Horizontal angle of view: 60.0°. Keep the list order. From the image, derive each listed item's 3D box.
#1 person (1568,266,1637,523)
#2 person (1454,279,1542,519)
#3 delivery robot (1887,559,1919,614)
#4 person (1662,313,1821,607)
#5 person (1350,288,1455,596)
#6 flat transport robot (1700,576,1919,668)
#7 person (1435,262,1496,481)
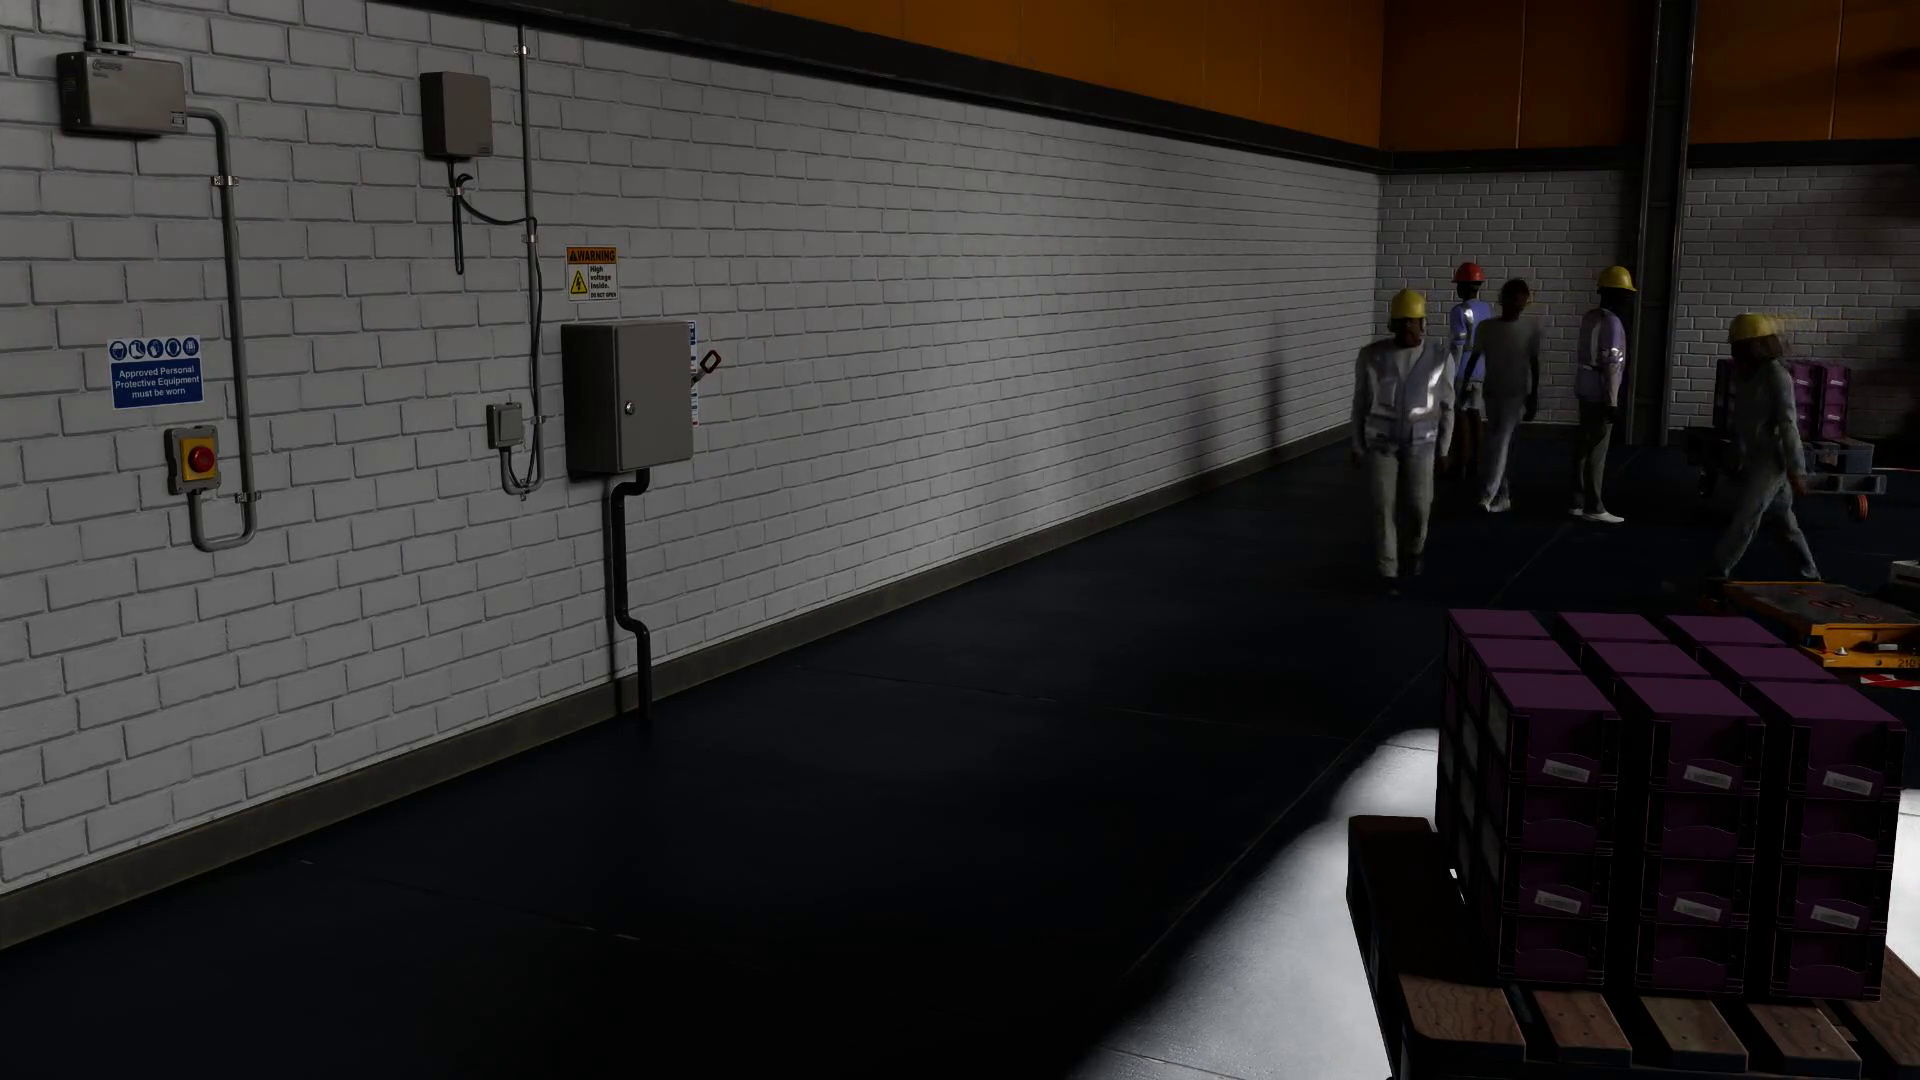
[{"bbox_3d":[4.840,-1.095,12.553,0.383,1.924,0.589,0,10,2],"label":"person"},{"bbox_3d":[4.087,-1.064,12.679,0.572,1.808,0.950,6,12,32],"label":"person"},{"bbox_3d":[5.219,0.211,8.681,0.707,0.478,0.477,-4,11,-22],"label":"delivery robot"},{"bbox_3d":[4.484,-0.421,9.335,0.934,1.677,0.532,0,10,2],"label":"person"},{"bbox_3d":[2.629,-0.588,9.928,0.597,1.817,0.495,2,10,14],"label":"person"},{"bbox_3d":[4.463,0.409,8.626,0.652,0.197,1.431,0,10,1],"label":"flat transport robot"},{"bbox_3d":[4.490,-1.490,14.798,0.545,1.938,0.357,-8,13,-39],"label":"person"}]
